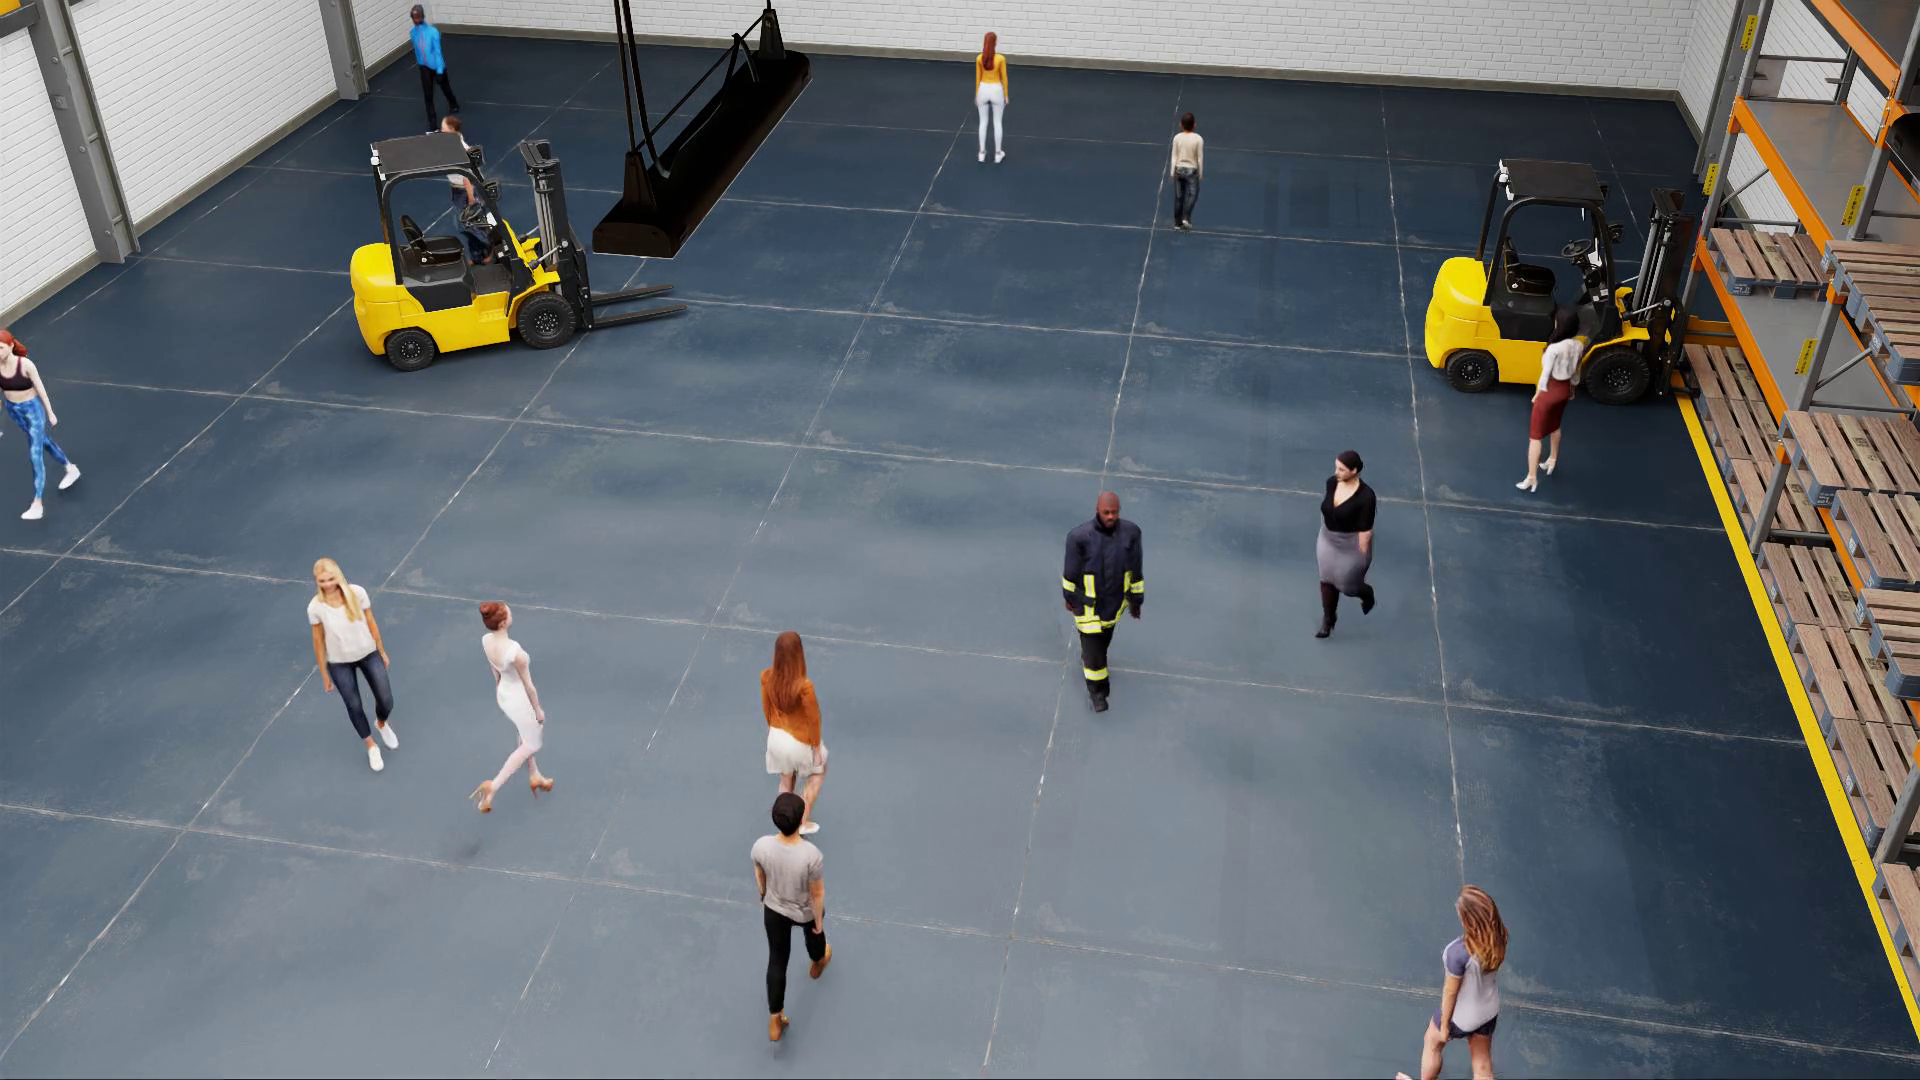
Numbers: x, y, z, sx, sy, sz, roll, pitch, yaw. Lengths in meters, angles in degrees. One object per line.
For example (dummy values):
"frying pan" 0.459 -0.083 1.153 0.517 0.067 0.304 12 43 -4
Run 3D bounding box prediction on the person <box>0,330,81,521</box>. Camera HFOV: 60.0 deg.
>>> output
"person" -8.404 -1.124 15.113 0.669 1.724 1.238 3 34 4

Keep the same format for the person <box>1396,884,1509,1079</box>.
"person" 2.926 2.686 9.399 0.843 1.703 0.918 -14 36 -20

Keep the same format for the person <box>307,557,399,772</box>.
"person" -4.414 0.844 12.079 0.762 1.804 0.808 -16 37 -23

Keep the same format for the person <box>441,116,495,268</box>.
"person" -5.694 -4.067 19.433 0.903 1.842 0.848 -12 36 -18

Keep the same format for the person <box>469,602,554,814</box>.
"person" -3.148 1.204 11.565 0.859 1.773 0.999 26 42 34

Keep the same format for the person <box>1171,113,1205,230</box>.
"person" 2.763 -4.488 20.417 0.597 1.453 0.625 11 35 16

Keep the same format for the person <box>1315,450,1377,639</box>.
"person" 3.147 0.028 13.366 1.008 1.738 0.943 -23 40 -31

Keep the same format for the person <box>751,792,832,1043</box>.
"person" -1.049 2.272 10.038 0.621 1.684 1.105 6 34 9

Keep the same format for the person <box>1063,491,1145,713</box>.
"person" 1.073 0.352 12.833 1.016 1.789 1.237 -6 34 -9

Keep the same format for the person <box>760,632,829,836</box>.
"person" -1.174 1.414 11.308 0.726 1.708 0.709 17 37 23

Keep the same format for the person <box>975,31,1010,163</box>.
"person" 0.414 -5.963 22.371 0.597 1.748 0.554 7 34 11

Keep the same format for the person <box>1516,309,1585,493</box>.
"person" 5.498 -1.314 15.387 0.784 1.736 0.821 -17 37 -24

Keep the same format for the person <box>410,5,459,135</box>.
"person" -7.376 -6.653 23.401 0.640 1.756 1.134 4 34 5
